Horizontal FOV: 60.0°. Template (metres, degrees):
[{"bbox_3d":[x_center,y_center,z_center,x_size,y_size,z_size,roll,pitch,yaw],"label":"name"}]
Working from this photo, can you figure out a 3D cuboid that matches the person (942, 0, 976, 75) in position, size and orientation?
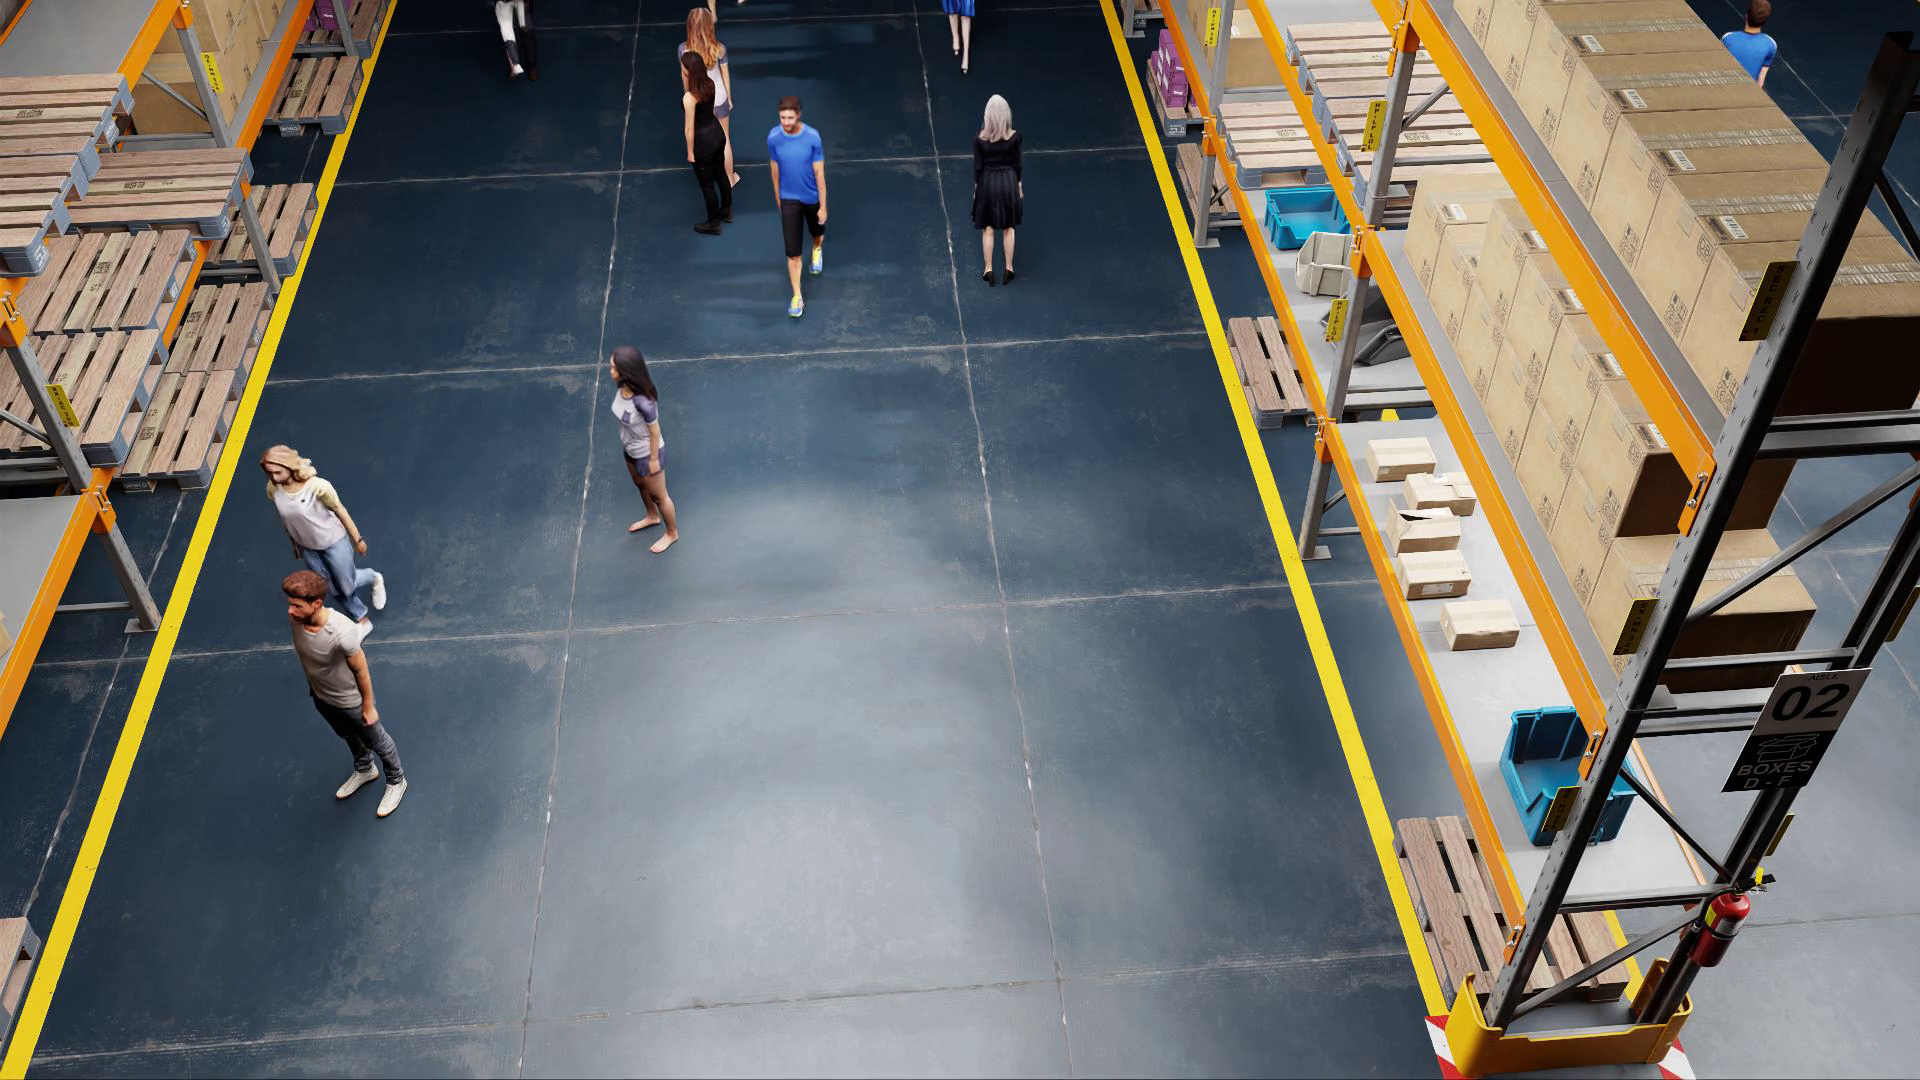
[{"bbox_3d":[-0.029,-5.694,16.770,0.693,1.795,1.025,2,44,2],"label":"person"}]

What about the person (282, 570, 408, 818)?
[{"bbox_3d":[-3.634,0.880,9.794,0.736,1.898,0.741,19,47,19],"label":"person"}]

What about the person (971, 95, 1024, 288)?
[{"bbox_3d":[0.315,-2.908,13.879,0.602,1.748,0.570,-1,44,-1],"label":"person"}]

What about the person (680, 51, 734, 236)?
[{"bbox_3d":[-2.215,-3.470,14.514,0.720,1.686,0.620,17,46,17],"label":"person"}]

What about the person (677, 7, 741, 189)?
[{"bbox_3d":[-2.272,-3.963,14.998,0.607,1.732,0.563,0,44,0],"label":"person"}]

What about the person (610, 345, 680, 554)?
[{"bbox_3d":[-2.202,-0.645,11.535,0.735,1.706,0.630,-28,50,-26],"label":"person"}]

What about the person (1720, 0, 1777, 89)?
[{"bbox_3d":[6.845,-3.889,14.853,0.878,1.825,1.279,7,44,7],"label":"person"}]

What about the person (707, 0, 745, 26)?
[{"bbox_3d":[-2.533,-6.261,17.553,0.782,1.536,1.057,9,44,10],"label":"person"}]

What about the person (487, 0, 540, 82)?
[{"bbox_3d":[-4.398,-5.371,16.369,0.766,1.881,0.824,-11,45,-11],"label":"person"}]

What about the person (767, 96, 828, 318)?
[{"bbox_3d":[-1.289,-2.880,13.796,0.709,1.823,1.253,1,44,1],"label":"person"}]

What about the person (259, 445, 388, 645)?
[{"bbox_3d":[-4.132,-0.036,10.897,0.783,1.703,0.860,4,44,5],"label":"person"}]
